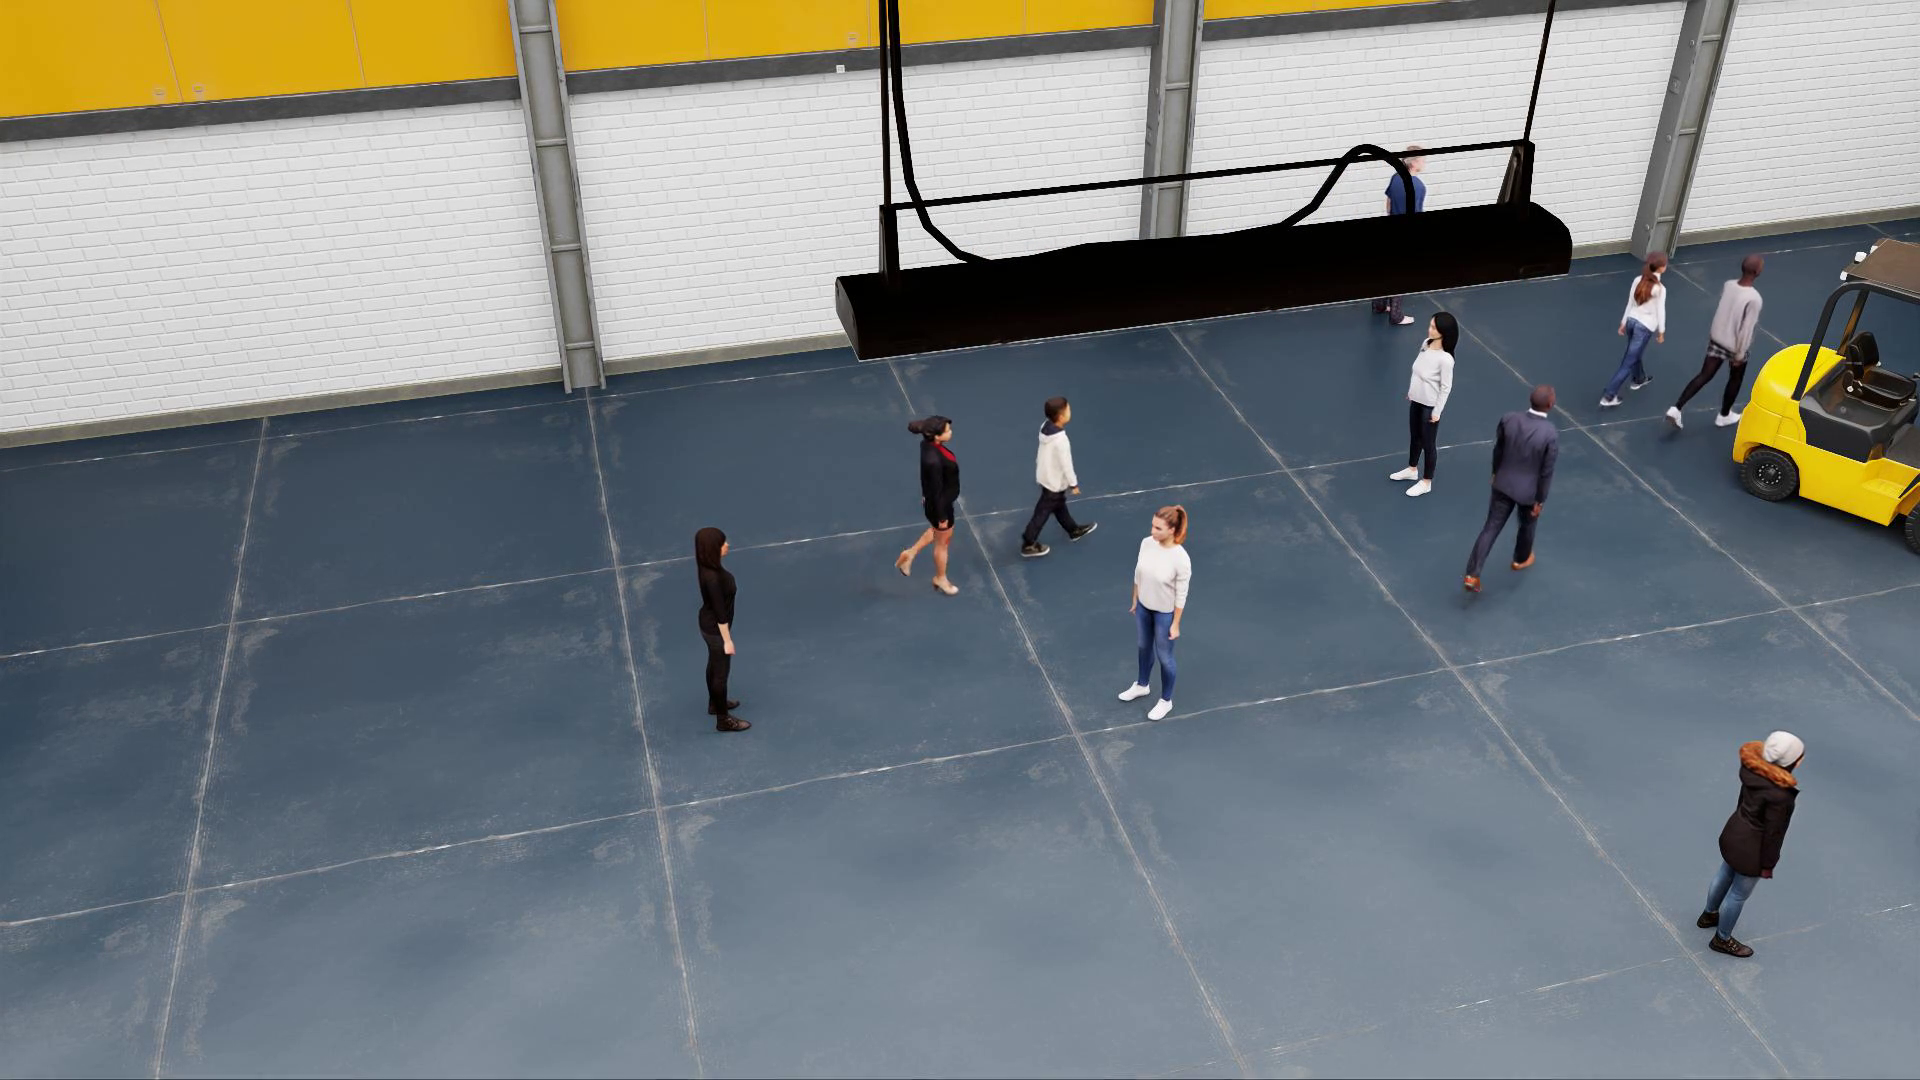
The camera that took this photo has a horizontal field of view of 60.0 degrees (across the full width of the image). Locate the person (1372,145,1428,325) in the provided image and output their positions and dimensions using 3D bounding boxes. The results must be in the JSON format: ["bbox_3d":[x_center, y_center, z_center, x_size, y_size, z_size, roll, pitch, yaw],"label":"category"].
[{"bbox_3d":[4.548,-3.149,17.131,0.587,1.870,0.691,-13,36,-19],"label":"person"}]

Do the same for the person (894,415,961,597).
[{"bbox_3d":[-0.236,-0.242,12.976,0.785,1.627,0.630,-3,34,-5],"label":"person"}]

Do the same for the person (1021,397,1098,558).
[{"bbox_3d":[0.684,-0.476,13.515,0.923,1.420,0.618,-10,35,-15],"label":"person"}]

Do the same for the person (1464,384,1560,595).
[{"bbox_3d":[4.326,-0.372,13.018,1.099,1.798,1.305,27,42,35],"label":"person"}]

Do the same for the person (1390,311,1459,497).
[{"bbox_3d":[4.038,-1.187,14.332,0.553,1.700,0.625,-10,35,-15],"label":"person"}]

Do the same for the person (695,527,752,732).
[{"bbox_3d":[-1.714,0.613,11.677,0.510,1.642,0.591,-11,35,-15],"label":"person"}]

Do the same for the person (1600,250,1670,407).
[{"bbox_3d":[6.345,-1.961,15.662,1.064,1.517,0.704,-17,37,-24],"label":"person"}]

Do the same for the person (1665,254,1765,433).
[{"bbox_3d":[6.929,-1.762,15.157,1.160,1.744,0.743,-14,36,-20],"label":"person"}]

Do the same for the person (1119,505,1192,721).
[{"bbox_3d":[1.409,0.495,11.783,0.669,1.720,0.684,-24,41,-32],"label":"person"}]

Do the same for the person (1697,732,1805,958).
[{"bbox_3d":[4.720,1.788,9.916,0.702,1.634,0.699,1,34,2],"label":"person"}]
